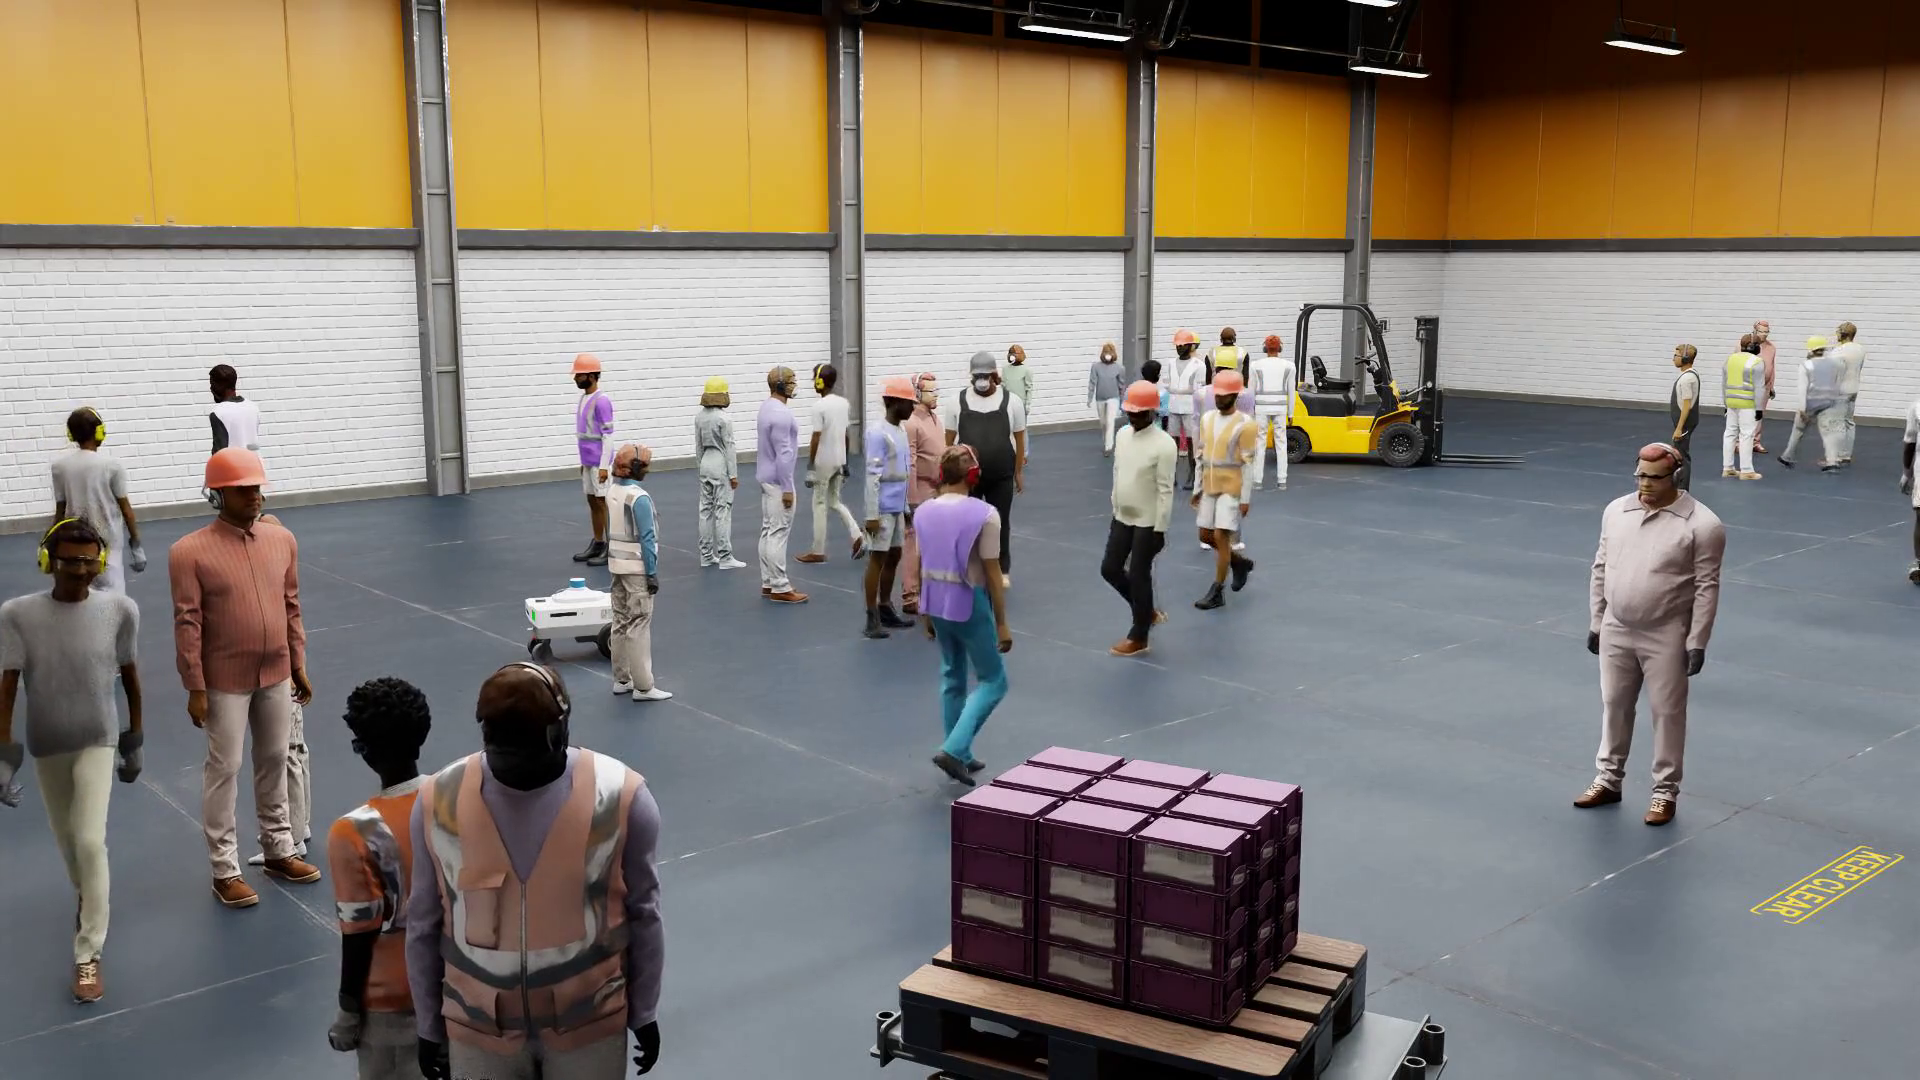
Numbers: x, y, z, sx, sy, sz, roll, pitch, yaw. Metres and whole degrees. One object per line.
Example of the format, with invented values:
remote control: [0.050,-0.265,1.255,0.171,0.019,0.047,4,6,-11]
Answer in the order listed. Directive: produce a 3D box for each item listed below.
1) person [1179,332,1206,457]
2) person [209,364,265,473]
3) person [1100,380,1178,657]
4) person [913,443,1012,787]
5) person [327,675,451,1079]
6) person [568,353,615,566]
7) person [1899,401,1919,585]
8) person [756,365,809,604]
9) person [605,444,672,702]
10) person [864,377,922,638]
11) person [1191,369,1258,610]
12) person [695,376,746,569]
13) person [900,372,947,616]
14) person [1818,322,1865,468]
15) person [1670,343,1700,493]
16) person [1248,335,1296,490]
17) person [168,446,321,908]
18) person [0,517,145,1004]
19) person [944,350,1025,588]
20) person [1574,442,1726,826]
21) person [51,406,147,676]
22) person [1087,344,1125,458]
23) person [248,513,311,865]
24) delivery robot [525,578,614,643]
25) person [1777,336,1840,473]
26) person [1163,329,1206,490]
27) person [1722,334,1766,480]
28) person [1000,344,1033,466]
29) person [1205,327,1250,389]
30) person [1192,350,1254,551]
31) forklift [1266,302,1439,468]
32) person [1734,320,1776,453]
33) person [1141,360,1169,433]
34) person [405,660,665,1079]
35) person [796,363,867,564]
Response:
person: [3.211,-2.004,23.122,0.523,1.769,0.324,9,13,44]
person: [-6.106,-0.528,14.066,0.398,1.911,0.587,1,10,9]
person: [1.248,-0.141,11.617,0.465,1.967,0.640,-6,12,-33]
person: [0.015,0.407,8.804,0.628,1.831,0.534,9,13,42]
person: [-1.496,1.205,4.550,0.320,1.692,0.531,5,11,27]
person: [-3.344,-0.728,15.146,0.379,1.938,0.547,-6,12,-33]
person: [8.404,-0.565,14.239,0.630,1.914,0.969,6,11,32]
person: [-1.469,-0.453,13.539,0.379,1.939,0.629,-3,10,-17]
person: [-2.073,0.206,10.556,0.309,1.640,0.513,-8,12,-39]
person: [-0.518,-0.239,12.382,0.395,1.912,0.661,4,10,20]
person: [2.153,-0.420,13.385,0.694,1.922,0.563,-8,12,-39]
person: [-2.181,-0.610,15.029,0.487,1.744,0.297,8,13,39]
person: [-0.282,-0.368,13.132,0.409,1.907,0.651,3,10,17]
person: [11.784,-1.934,22.209,0.635,1.939,0.365,-7,12,-35]
person: [8.071,-1.272,18.606,0.345,1.846,0.506,5,11,26]
person: [3.752,-1.536,20.079,0.573,1.876,0.355,1,10,3]
person: [-3.129,0.583,7.298,0.375,1.997,0.611,6,11,30]
person: [-3.508,0.795,6.596,0.531,1.816,0.999,-4,10,-20]
person: [0.204,-0.591,14.044,0.688,2.000,0.536,0,10,1]
person: [3.425,0.459,8.308,0.409,1.903,0.638,-8,13,-40]
person: [-5.657,0.056,10.854,0.526,1.844,0.797,1,10,7]
person: [2.096,-1.998,23.586,0.503,1.594,0.849,3,10,18]
person: [-3.202,0.684,7.755,0.308,1.641,0.511,-2,10,-13]
delivery robot: [-2.677,0.510,11.667,0.707,0.478,0.477,-4,10,-20]
person: [11.177,-1.772,21.746,0.594,1.774,0.978,-1,10,-8]
person: [2.685,-1.570,20.081,0.545,1.938,0.356,6,11,32]
person: [9.931,-1.687,21.057,0.430,1.841,0.624,-3,10,-18]
person: [0.749,-1.816,22.406,0.500,1.633,0.285,7,12,34]
person: [3.691,-2.013,22.951,0.627,1.846,0.429,2,10,14]
person: [2.511,-0.849,15.888,0.592,1.926,0.366,3,10,15]
forklift: [5.320,-2.157,22.763,2.313,2.155,1.214,3,10,16]
person: [11.357,-2.176,23.739,0.638,1.902,0.407,-2,10,-12]
person: [2.055,-1.130,18.235,0.549,1.682,0.364,7,12,35]
person: [-1.056,1.197,4.166,0.630,1.840,0.429,-1,10,-7]
person: [-1.199,-0.683,15.126,0.630,1.854,0.563,6,11,30]
